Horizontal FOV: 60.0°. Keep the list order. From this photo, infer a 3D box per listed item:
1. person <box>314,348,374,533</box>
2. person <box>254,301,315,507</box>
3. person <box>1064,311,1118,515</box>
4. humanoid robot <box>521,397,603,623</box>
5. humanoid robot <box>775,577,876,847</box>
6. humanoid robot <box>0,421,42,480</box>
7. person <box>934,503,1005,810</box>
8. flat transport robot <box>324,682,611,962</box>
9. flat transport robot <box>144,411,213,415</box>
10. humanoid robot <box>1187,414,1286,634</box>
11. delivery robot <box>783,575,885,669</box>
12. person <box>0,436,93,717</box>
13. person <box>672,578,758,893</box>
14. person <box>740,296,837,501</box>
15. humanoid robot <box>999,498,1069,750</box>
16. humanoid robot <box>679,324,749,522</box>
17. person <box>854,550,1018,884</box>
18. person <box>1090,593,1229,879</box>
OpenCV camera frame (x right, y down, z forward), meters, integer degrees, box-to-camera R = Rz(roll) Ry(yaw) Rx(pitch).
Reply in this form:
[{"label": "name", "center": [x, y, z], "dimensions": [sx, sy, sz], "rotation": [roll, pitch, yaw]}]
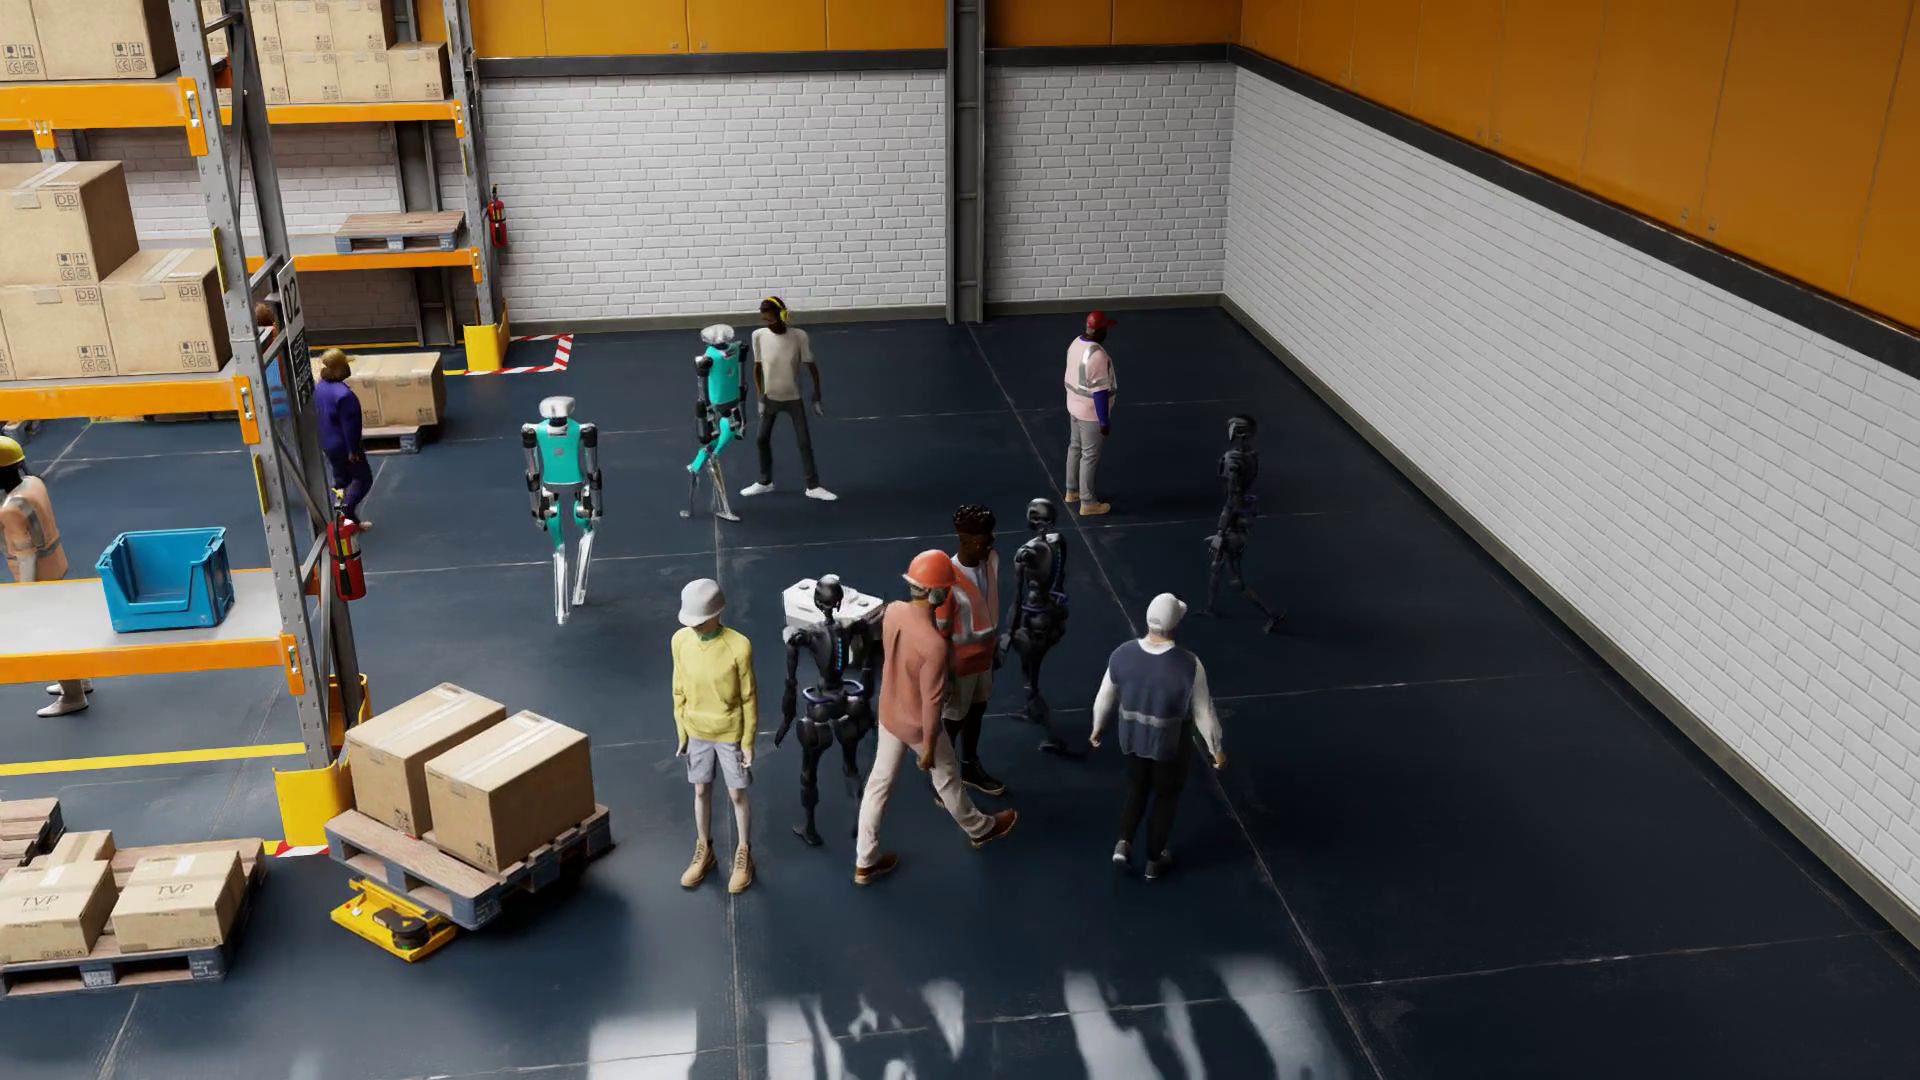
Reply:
[{"label": "person", "center": [-4.997, -0.766, 13.461], "dimensions": [0.454, 1.609, 0.446], "rotation": [18, 30, 36]}, {"label": "person", "center": [-5.709, -1.089, 13.939], "dimensions": [0.629, 1.828, 0.596], "rotation": [-16, 28, -32]}, {"label": "person", "center": [1.109, -1.084, 14.036], "dimensions": [0.418, 1.746, 0.598], "rotation": [-8, 25, -18]}, {"label": "humanoid robot", "center": [-2.863, -0.276, 12.221], "dimensions": [0.537, 1.779, 0.789], "rotation": [-3, 24, -6]}, {"label": "humanoid robot", "center": [-0.714, 1.005, 9.361], "dimensions": [0.600, 1.645, 0.481], "rotation": [-12, 26, -25]}, {"label": "humanoid robot", "center": [-8.442, -1.159, 14.318], "dimensions": [0.616, 1.629, 0.719], "rotation": [18, 29, 35]}, {"label": "person", "center": [0.046, 0.687, 9.737], "dimensions": [0.375, 1.958, 0.604], "rotation": [15, 28, 31]}, {"label": "flat transport robot", "center": [-2.703, 1.812, 9.268], "dimensions": [0.659, 0.231, 1.431], "rotation": [15, 28, 31]}, {"label": "flat transport robot", "center": [-7.637, -1.430, 16.653], "dimensions": [1.431, 0.231, 0.659], "rotation": [-3, 24, -7]}, {"label": "humanoid robot", "center": [2.034, -0.116, 11.975], "dimensions": [0.749, 1.647, 0.591], "rotation": [8, 25, 18]}, {"label": "delivery robot", "center": [-0.888, 0.540, 11.807], "dimensions": [0.796, 0.592, 0.499], "rotation": [14, 27, 29]}, {"label": "person", "center": [-6.008, 0.234, 10.802], "dimensions": [0.384, 1.927, 0.587], "rotation": [-6, 24, -12]}, {"label": "person", "center": [-1.321, 1.046, 9.012], "dimensions": [0.470, 1.881, 0.415], "rotation": [6, 24, 13]}, {"label": "person", "center": [-1.461, -1.193, 14.173], "dimensions": [0.850, 1.835, 0.358], "rotation": [3, 24, 6]}, {"label": "humanoid robot", "center": [0.469, 0.525, 10.491], "dimensions": [0.613, 1.643, 0.616], "rotation": [17, 29, 34]}, {"label": "humanoid robot", "center": [-2.126, -0.917, 13.788], "dimensions": [0.791, 1.884, 0.556], "rotation": [17, 29, 34]}, {"label": "person", "center": [-0.180, 0.947, 9.162], "dimensions": [1.048, 1.925, 0.631], "rotation": [-16, 28, -32]}, {"label": "person", "center": [1.076, 1.092, 9.071], "dimensions": [0.761, 1.743, 0.452], "rotation": [13, 27, 27]}]
